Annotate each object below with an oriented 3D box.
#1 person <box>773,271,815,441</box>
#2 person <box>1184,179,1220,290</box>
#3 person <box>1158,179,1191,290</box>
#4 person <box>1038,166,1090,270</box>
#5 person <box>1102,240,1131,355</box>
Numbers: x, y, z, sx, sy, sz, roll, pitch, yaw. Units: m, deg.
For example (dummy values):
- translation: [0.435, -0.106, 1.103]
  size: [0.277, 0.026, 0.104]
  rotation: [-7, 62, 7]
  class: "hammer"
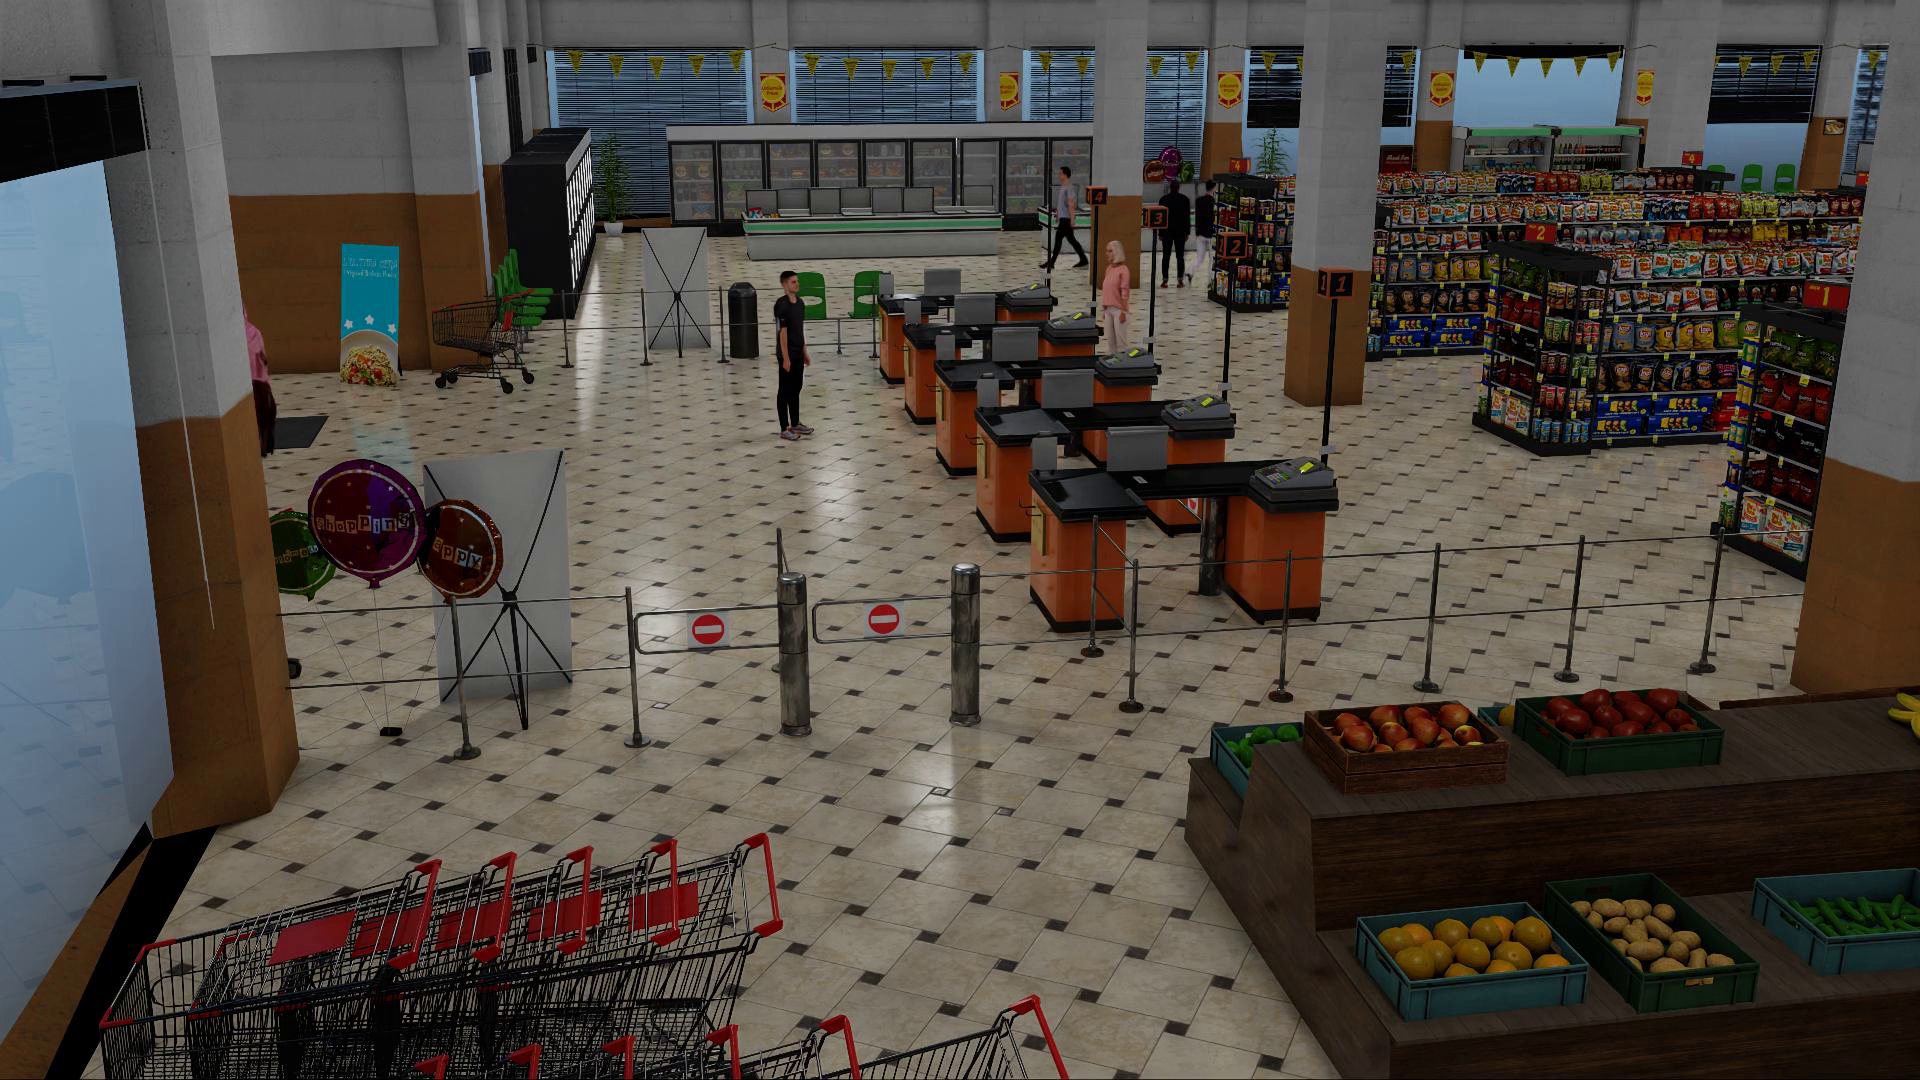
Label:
- translation: [-1.788, -1.967, 17.608]
  size: [0.736, 1.764, 0.717]
  rotation: [7, 18, 23]
  class: "person"
- translation: [4.042, -5.048, 27.664]
  size: [1.044, 1.818, 1.168]
  rotation: [16, 23, 41]
  class: "person"
- translation: [3.605, -5.171, 28.070]
  size: [0.642, 1.817, 0.818]
  rotation: [2, 17, 6]
  class: "person"
- translation: [2.014, -5.793, 30.110]
  size: [1.180, 1.821, 0.701]
  rotation: [-3, 17, -8]
  class: "person"
- translation: [1.940, -2.835, 20.539]
  size: [0.643, 1.723, 0.663]
  rotation: [-10, 20, -30]
  class: "person"
